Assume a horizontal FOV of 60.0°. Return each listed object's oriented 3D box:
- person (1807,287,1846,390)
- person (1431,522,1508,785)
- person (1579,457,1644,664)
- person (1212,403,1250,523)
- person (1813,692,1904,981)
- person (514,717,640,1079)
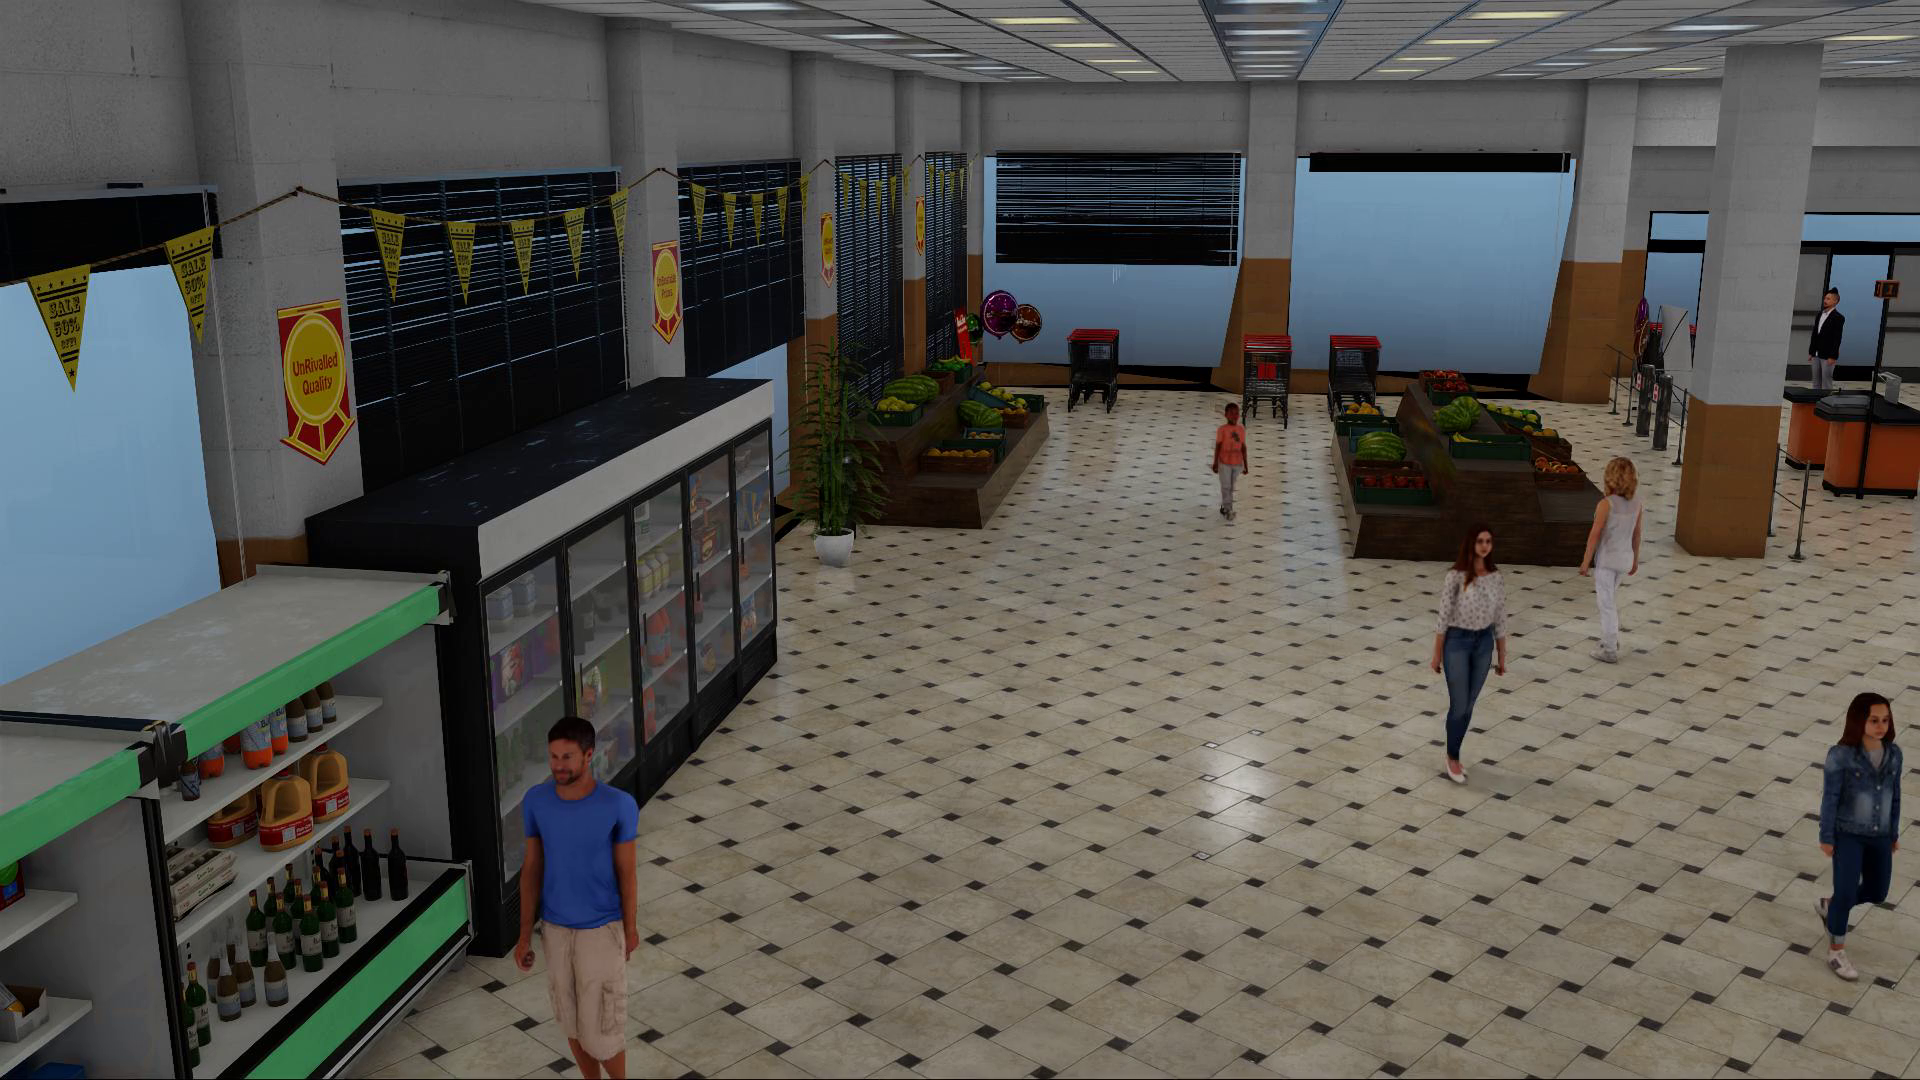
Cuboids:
[{"bbox_3d":[13.091,-2.847,25.151,0.848,1.950,0.694,-3,14,-13],"label":"person"},{"bbox_3d":[3.312,0.708,10.987,0.718,1.717,0.754,-3,14,-11],"label":"person"},{"bbox_3d":[5.271,0.182,13.281,0.714,1.657,0.759,-7,15,-28],"label":"person"},{"bbox_3d":[2.959,-0.864,18.384,0.704,1.286,0.910,-3,14,-11],"label":"person"},{"bbox_3d":[4.506,1.461,8.416,0.686,1.466,0.766,-2,14,-8],"label":"person"},{"bbox_3d":[-1.565,1.600,7.030,0.648,1.849,0.664,3,14,13],"label":"person"}]
